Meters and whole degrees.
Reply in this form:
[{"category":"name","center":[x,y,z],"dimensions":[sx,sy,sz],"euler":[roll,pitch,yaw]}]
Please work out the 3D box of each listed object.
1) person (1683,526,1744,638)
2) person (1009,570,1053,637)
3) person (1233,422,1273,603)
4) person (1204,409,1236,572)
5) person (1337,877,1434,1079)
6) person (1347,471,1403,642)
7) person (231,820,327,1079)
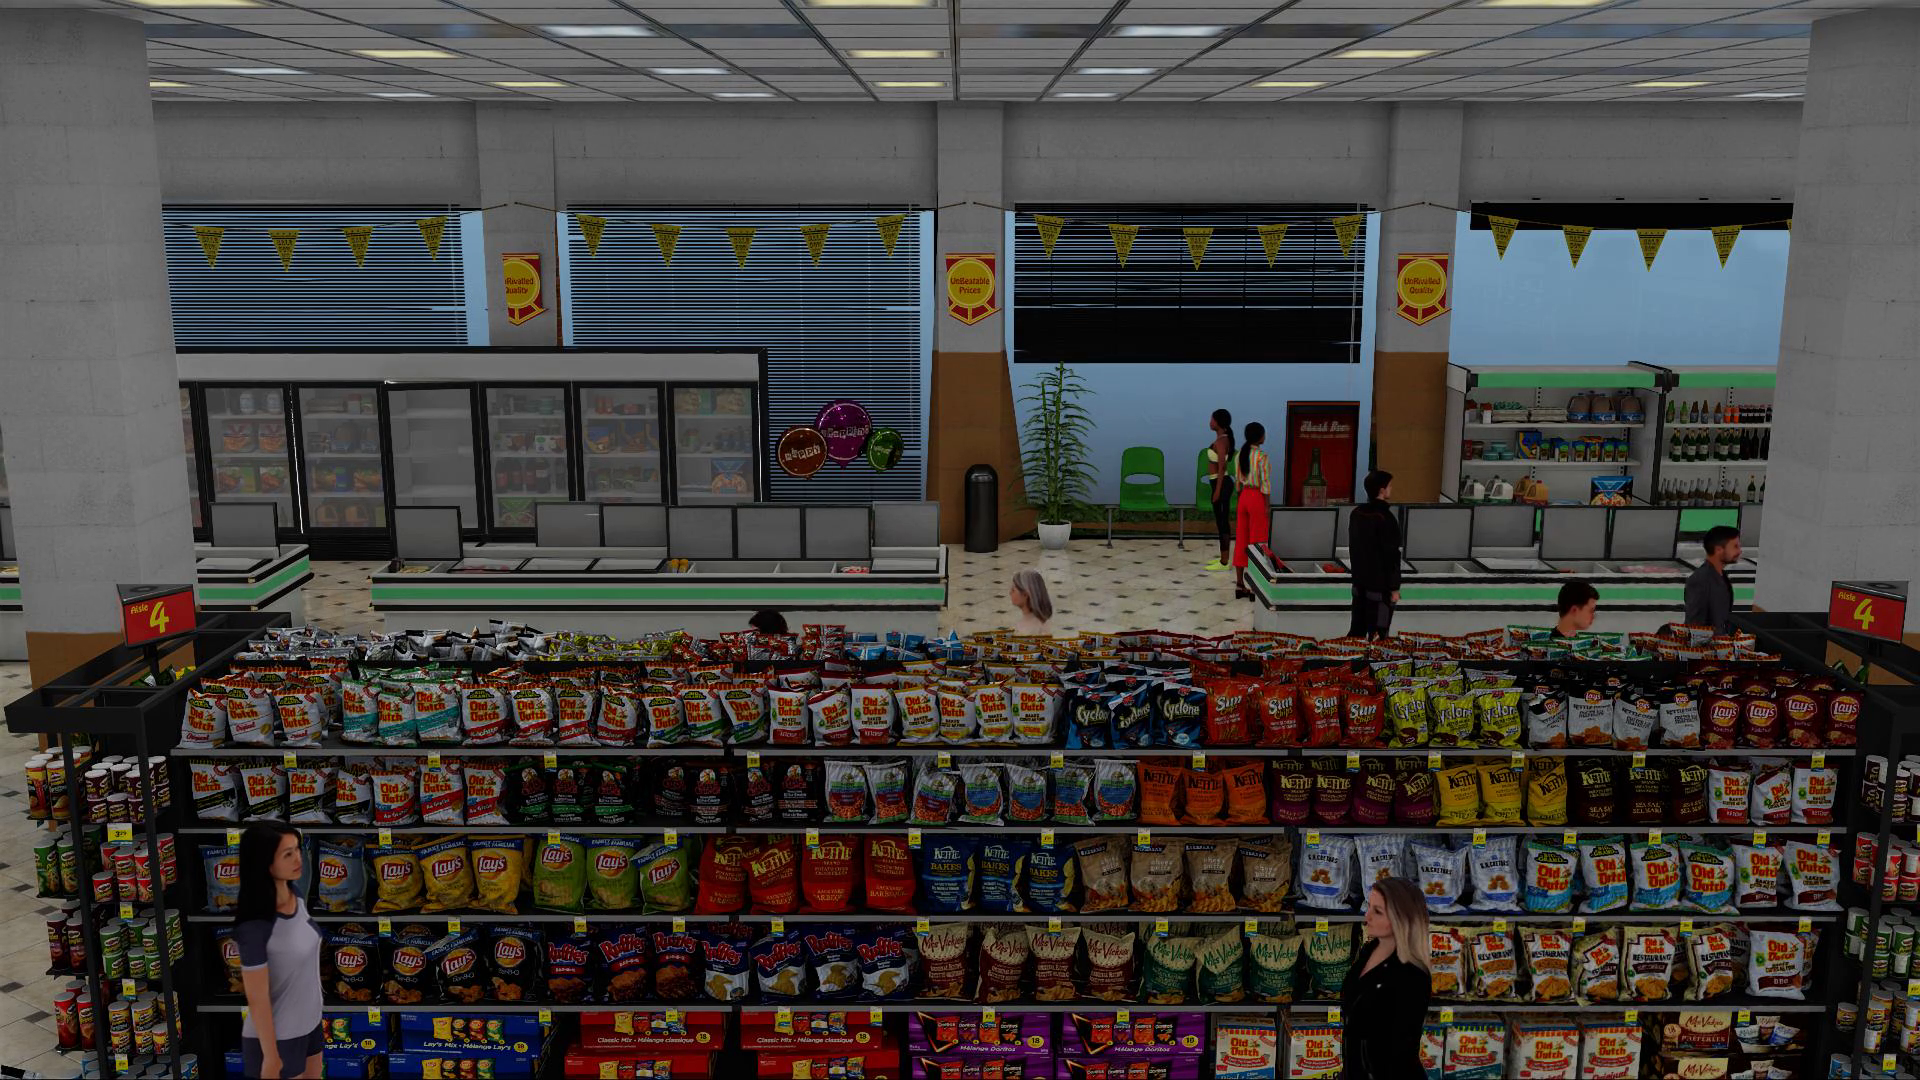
[{"category":"person","center":[4.934,0.809,11.234],"dimensions":[1.052,1.856,0.966],"euler":[8,14,34]},{"category":"person","center":[0.541,1.062,10.443],"dimensions":[1.187,1.688,0.685],"euler":[2,12,8]},{"category":"person","center":[2.916,-0.289,16.607],"dimensions":[0.722,1.792,0.687],"euler":[-9,15,-37]},{"category":"person","center":[2.828,-0.543,17.904],"dimensions":[0.586,1.754,0.615],"euler":[3,12,16]},{"category":"person","center":[1.637,2.021,5.995],"dimensions":[1.198,1.643,0.714],"euler":[-2,12,-8]},{"category":"person","center":[3.345,0.345,13.480],"dimensions":[0.749,1.839,0.802],"euler":[-6,13,-25]},{"category":"person","center":[-2.619,1.891,6.462],"dimensions":[0.508,1.706,0.593],"euler":[0,12,-1]}]
